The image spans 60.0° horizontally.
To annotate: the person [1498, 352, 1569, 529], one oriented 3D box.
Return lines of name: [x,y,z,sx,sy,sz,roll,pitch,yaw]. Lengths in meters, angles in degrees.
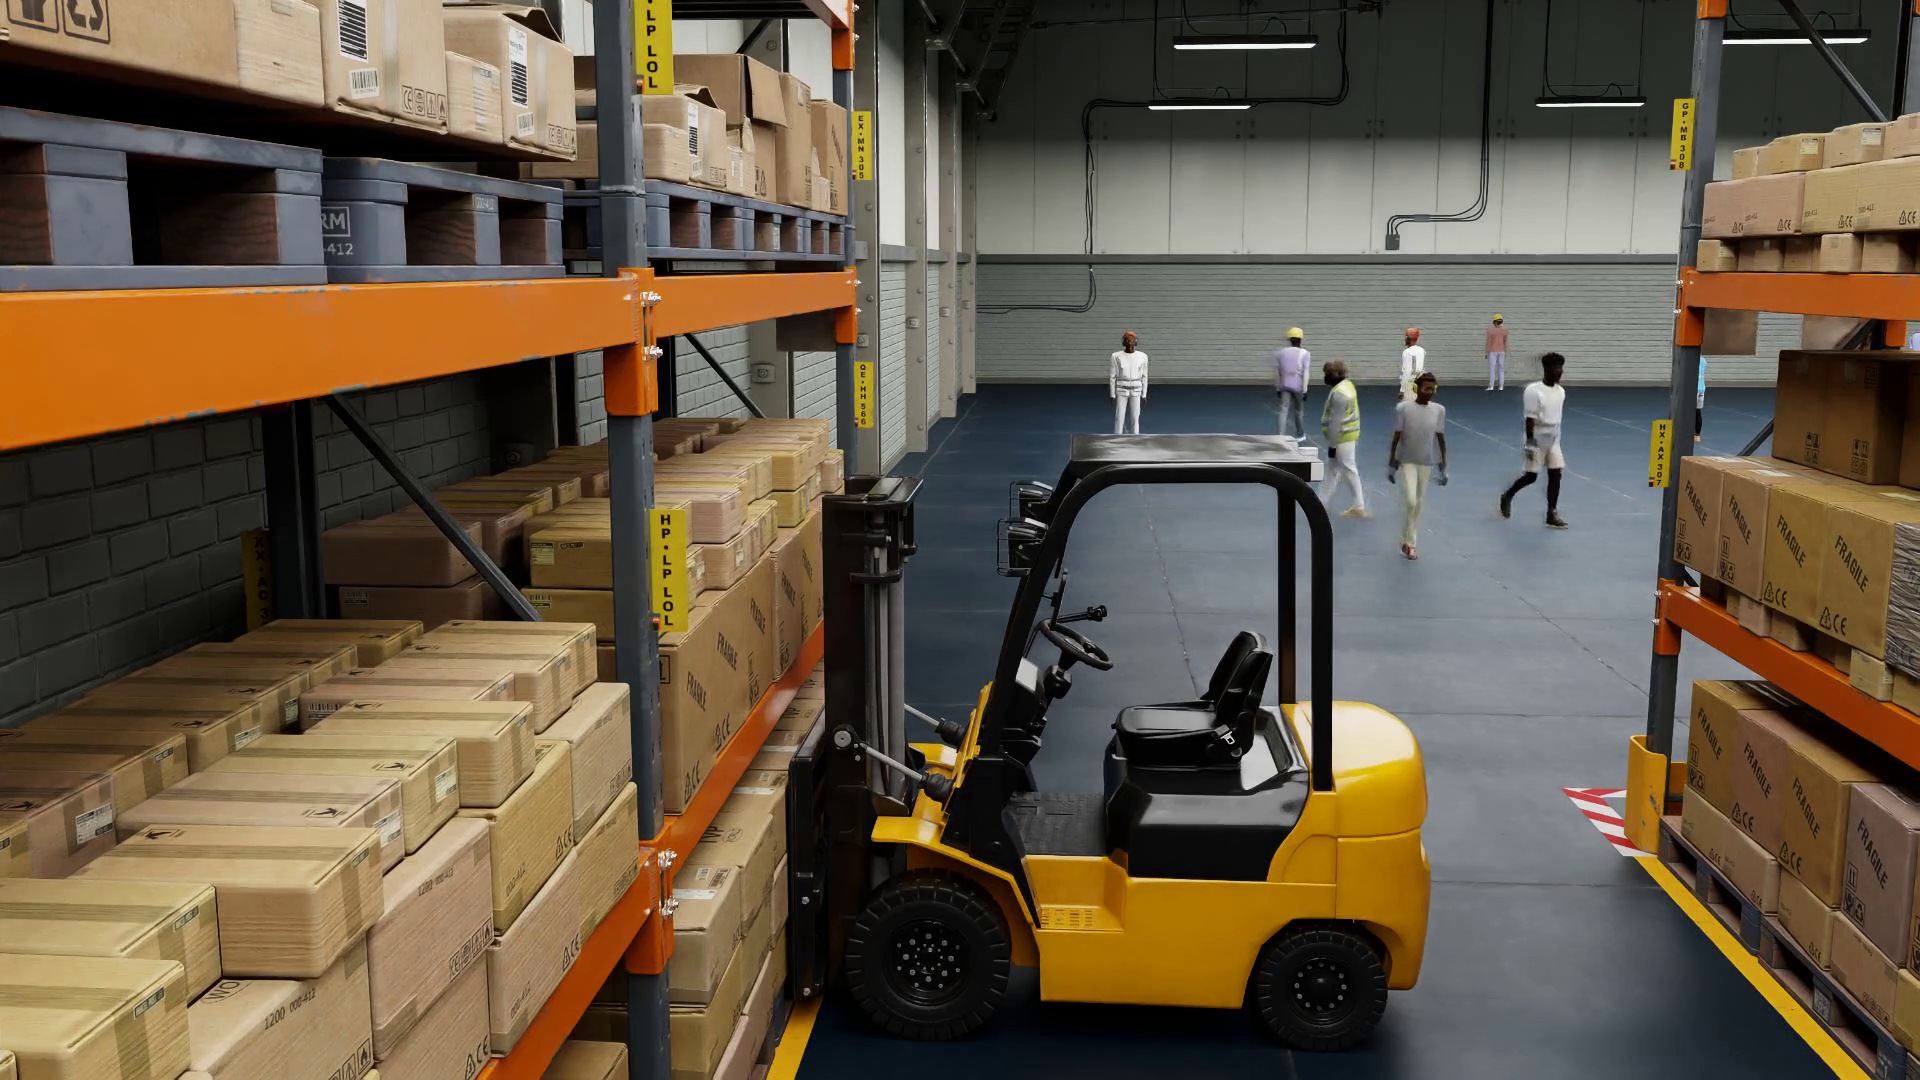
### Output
person: [6.349,-1.110,18.277,0.601,1.937,0.804,-5,10,-26]

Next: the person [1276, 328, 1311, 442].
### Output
person: [5.327,-2.461,26.686,0.599,1.875,1.006,6,11,31]

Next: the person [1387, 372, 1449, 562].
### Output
person: [4.476,-0.706,16.128,0.543,1.835,0.752,-1,9,-6]

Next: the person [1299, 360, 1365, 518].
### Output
person: [4.299,-1.149,18.969,0.655,1.825,0.653,3,10,16]

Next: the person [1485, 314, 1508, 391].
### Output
person: [12.258,-4.282,38.021,0.525,1.769,0.314,-2,10,-11]

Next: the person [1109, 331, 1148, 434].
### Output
person: [2.526,-2.180,24.931,0.574,1.883,0.356,-1,9,-4]

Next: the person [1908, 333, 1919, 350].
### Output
person: [18.069,-3.240,31.221,0.384,1.927,0.544,-3,10,-15]

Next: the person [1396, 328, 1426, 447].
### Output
person: [7.115,-2.402,26.277,0.355,1.882,0.576,8,12,40]

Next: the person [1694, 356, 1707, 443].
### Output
person: [11.783,-2.382,26.732,0.530,1.692,0.321,-8,12,-41]
